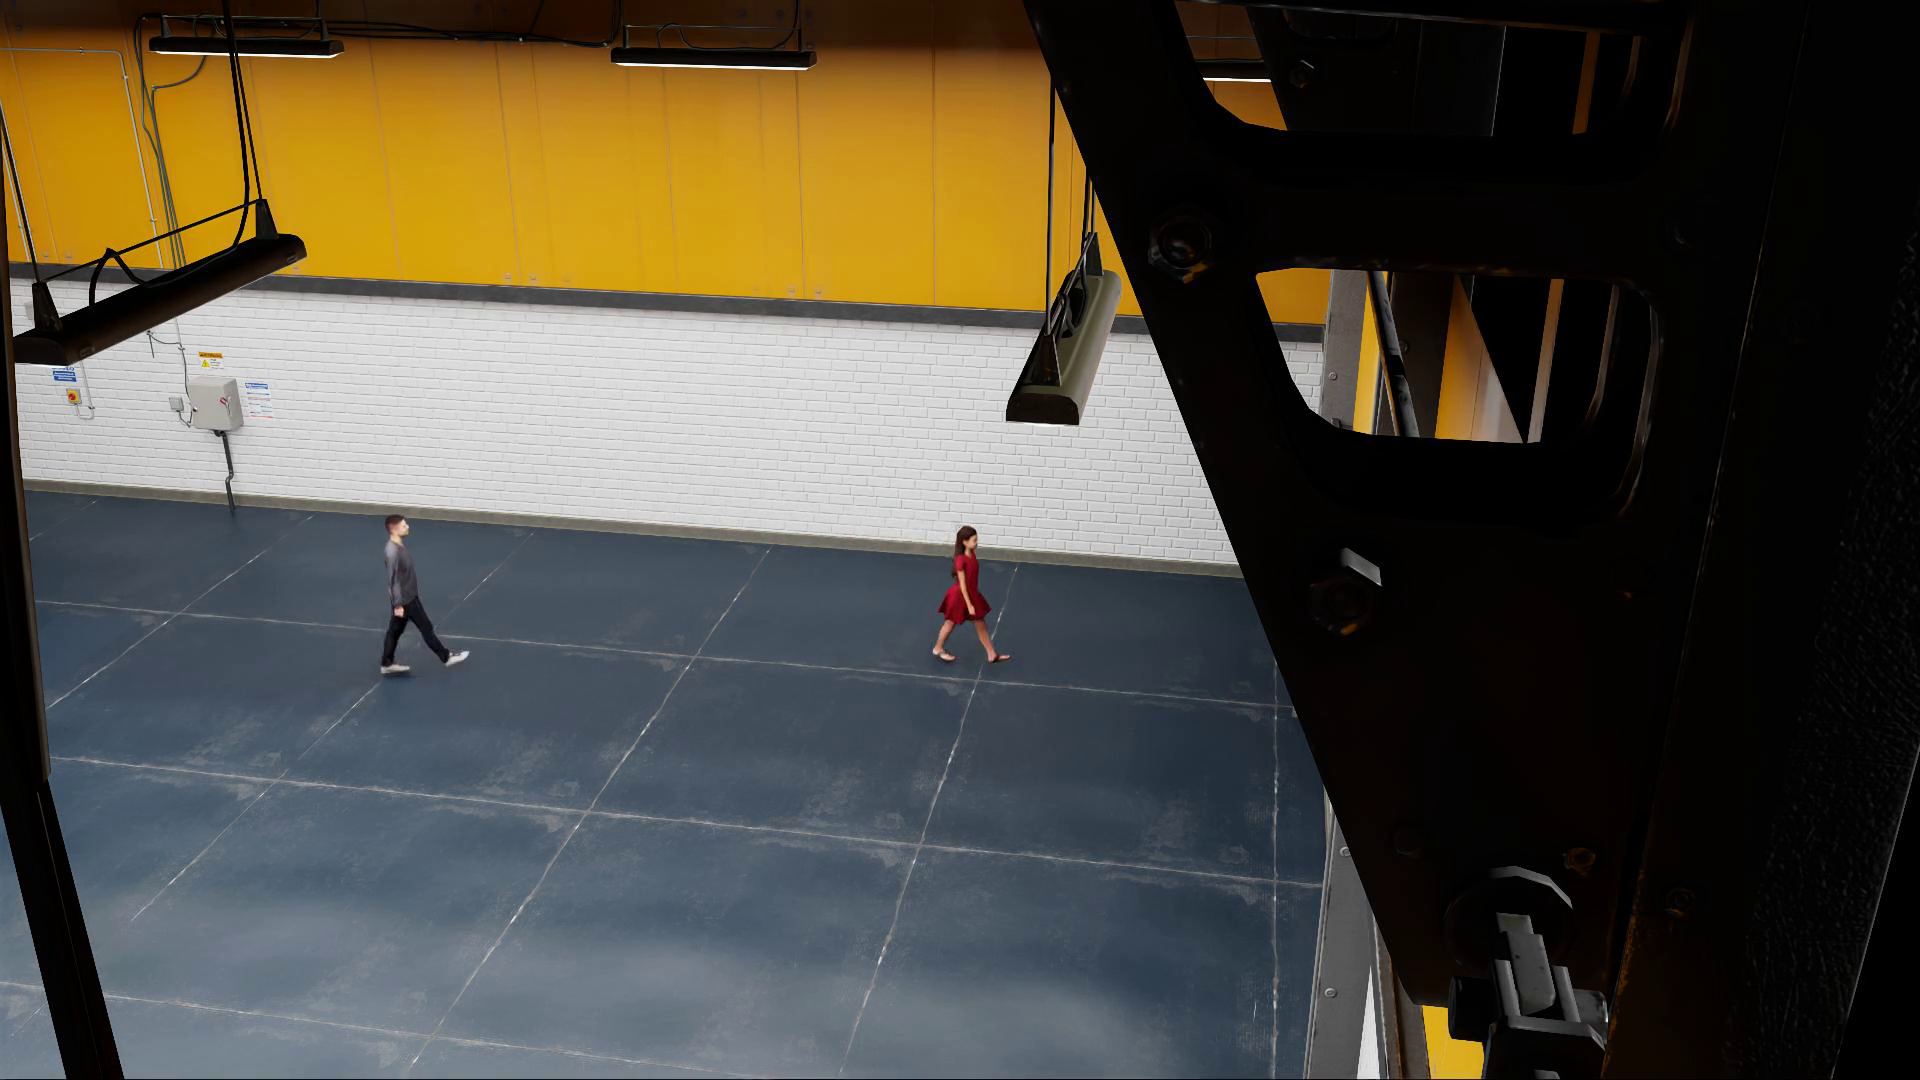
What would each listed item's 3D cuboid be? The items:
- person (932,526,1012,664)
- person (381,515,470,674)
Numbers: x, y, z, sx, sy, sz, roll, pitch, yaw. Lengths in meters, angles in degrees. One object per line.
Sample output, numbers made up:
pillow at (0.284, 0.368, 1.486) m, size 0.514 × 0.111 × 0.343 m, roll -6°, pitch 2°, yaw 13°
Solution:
person at (-0.033, 0.588, 16.996) m, size 0.812 × 1.507 × 1.062 m, roll 12°, pitch 26°, yaw 25°
person at (-5.672, 0.590, 16.732) m, size 1.026 × 1.715 × 1.138 m, roll -8°, pitch 25°, yaw -17°
